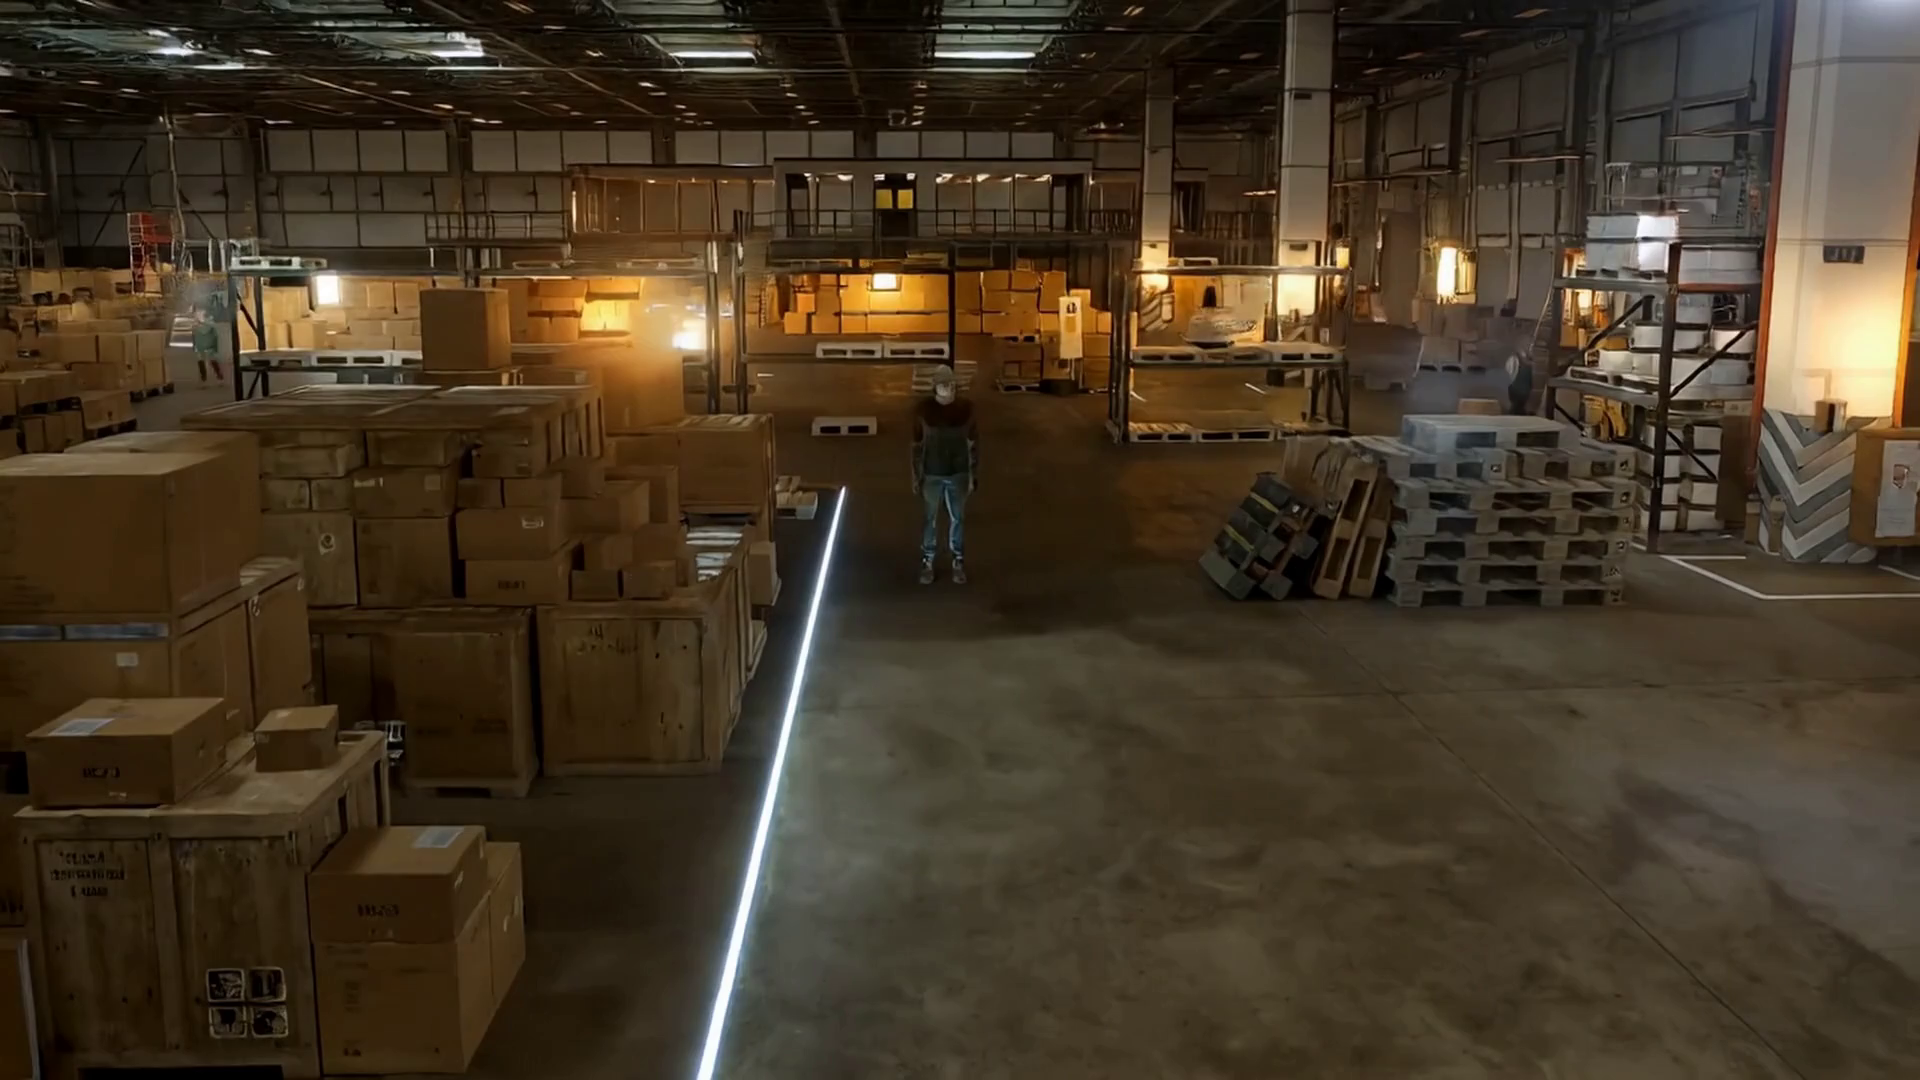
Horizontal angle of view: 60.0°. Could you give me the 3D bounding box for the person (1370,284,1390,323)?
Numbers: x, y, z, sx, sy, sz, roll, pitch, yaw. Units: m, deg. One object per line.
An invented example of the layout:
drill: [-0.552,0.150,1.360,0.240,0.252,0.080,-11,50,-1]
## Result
person: [12.177,-6.505,48.215,0.620,1.816,0.890,10,14,44]

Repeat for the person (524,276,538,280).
person: [-15.820,-8.980,61.347,0.616,2.039,0.387,0,10,-2]

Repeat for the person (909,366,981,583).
person: [-0.133,-0.579,14.828,0.637,1.938,0.355,0,10,-2]

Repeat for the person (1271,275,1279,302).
person: [13.945,-10.975,72.887,0.624,1.897,1.039,1,10,7]

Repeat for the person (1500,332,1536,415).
person: [7.690,-1.989,23.101,0.527,1.808,0.927,-7,12,-32]

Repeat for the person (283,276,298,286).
person: [-28.490,-10.593,70.769,0.586,1.882,0.340,0,10,-2]

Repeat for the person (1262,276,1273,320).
person: [12.036,-9.429,64.802,0.541,1.696,0.316,0,10,-2]

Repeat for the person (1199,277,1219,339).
person: [7.847,-7.279,52.165,0.725,1.931,0.688,2,10,10]

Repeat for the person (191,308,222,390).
person: [-15.516,-3.944,34.282,0.538,1.687,0.471,0,10,2]

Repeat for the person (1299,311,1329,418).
person: [6.117,-3.024,28.657,0.537,1.865,0.312,0,10,-2]

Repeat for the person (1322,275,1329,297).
person: [13.977,-9.337,63.741,0.814,1.902,0.561,-6,12,-28]

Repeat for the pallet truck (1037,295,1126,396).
pallet truck: [2.483,-3.881,33.060,1.885,1.965,0.823,-7,13,-36]

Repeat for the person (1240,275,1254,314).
person: [11.974,-10.339,69.518,0.636,1.820,0.661,-8,13,-39]

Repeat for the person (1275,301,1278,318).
person: [8.427,-5.604,42.896,0.613,1.910,0.519,5,11,25]

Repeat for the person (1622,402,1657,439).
person: [8.518,-1.546,20.763,0.494,1.741,0.315,0,10,-2]

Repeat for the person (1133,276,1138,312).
person: [6.817,-9.463,64.937,0.530,1.724,0.922,-7,12,-35]

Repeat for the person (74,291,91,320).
person: [-20.284,-4.813,38.561,0.655,1.883,0.944,9,14,42]

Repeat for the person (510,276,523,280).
person: [-19.546,-11.063,73.312,0.549,1.914,0.705,-4,11,-22]

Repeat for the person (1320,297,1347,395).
person: [7.390,-3.841,33.008,0.686,1.949,0.584,10,14,44]

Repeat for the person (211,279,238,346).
person: [-20.036,-6.097,45.284,0.676,2.000,0.876,2,10,11]
